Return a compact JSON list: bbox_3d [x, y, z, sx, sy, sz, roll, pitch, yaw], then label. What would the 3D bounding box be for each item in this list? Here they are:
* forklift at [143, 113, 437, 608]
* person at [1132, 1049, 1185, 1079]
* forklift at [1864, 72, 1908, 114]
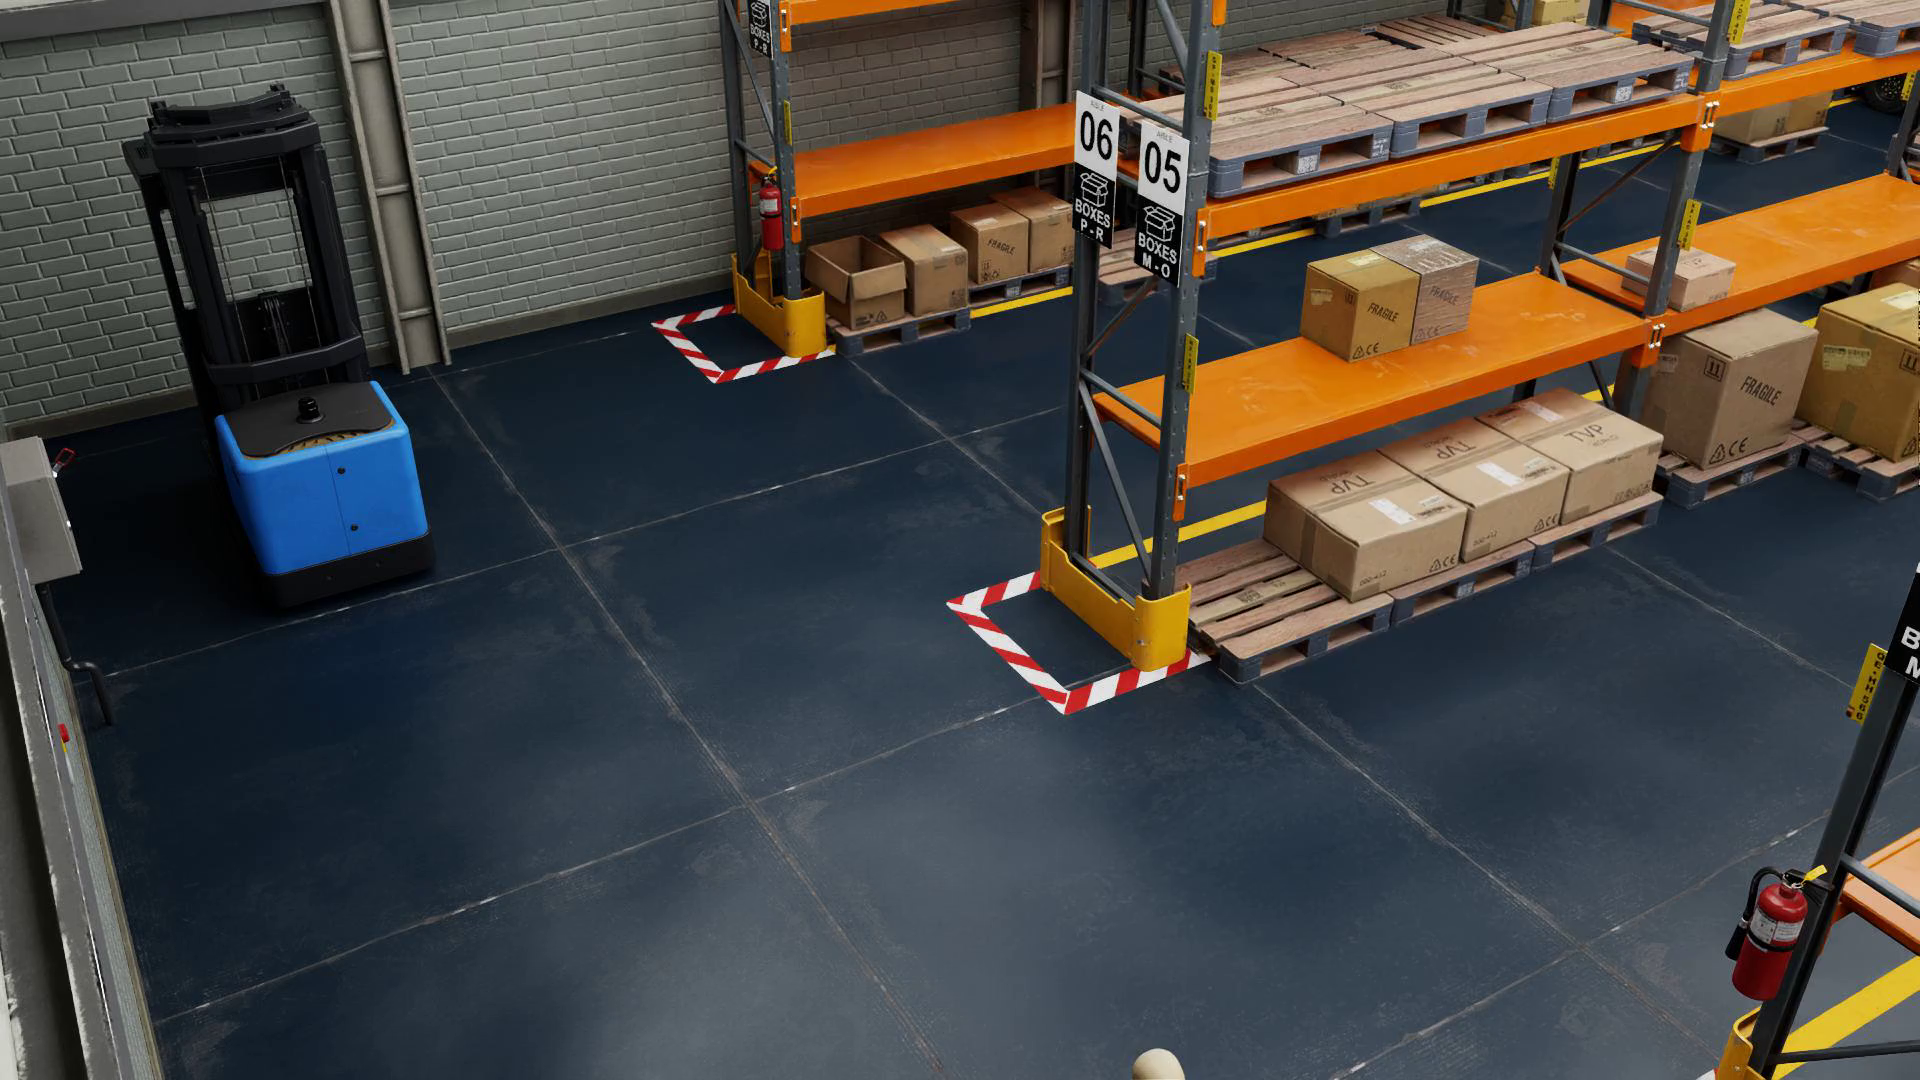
[{"bbox_3d":[-4.289,-1.259,10.509,1.129,2.768,1.873,-17,36,-26],"label":"forklift"},{"bbox_3d":[0.611,2.367,5.658,0.602,1.798,0.384,-16,35,-25],"label":"person"},{"bbox_3d":[11.468,-5.645,18.244,1.214,2.155,2.313,-17,36,-26],"label":"forklift"}]
